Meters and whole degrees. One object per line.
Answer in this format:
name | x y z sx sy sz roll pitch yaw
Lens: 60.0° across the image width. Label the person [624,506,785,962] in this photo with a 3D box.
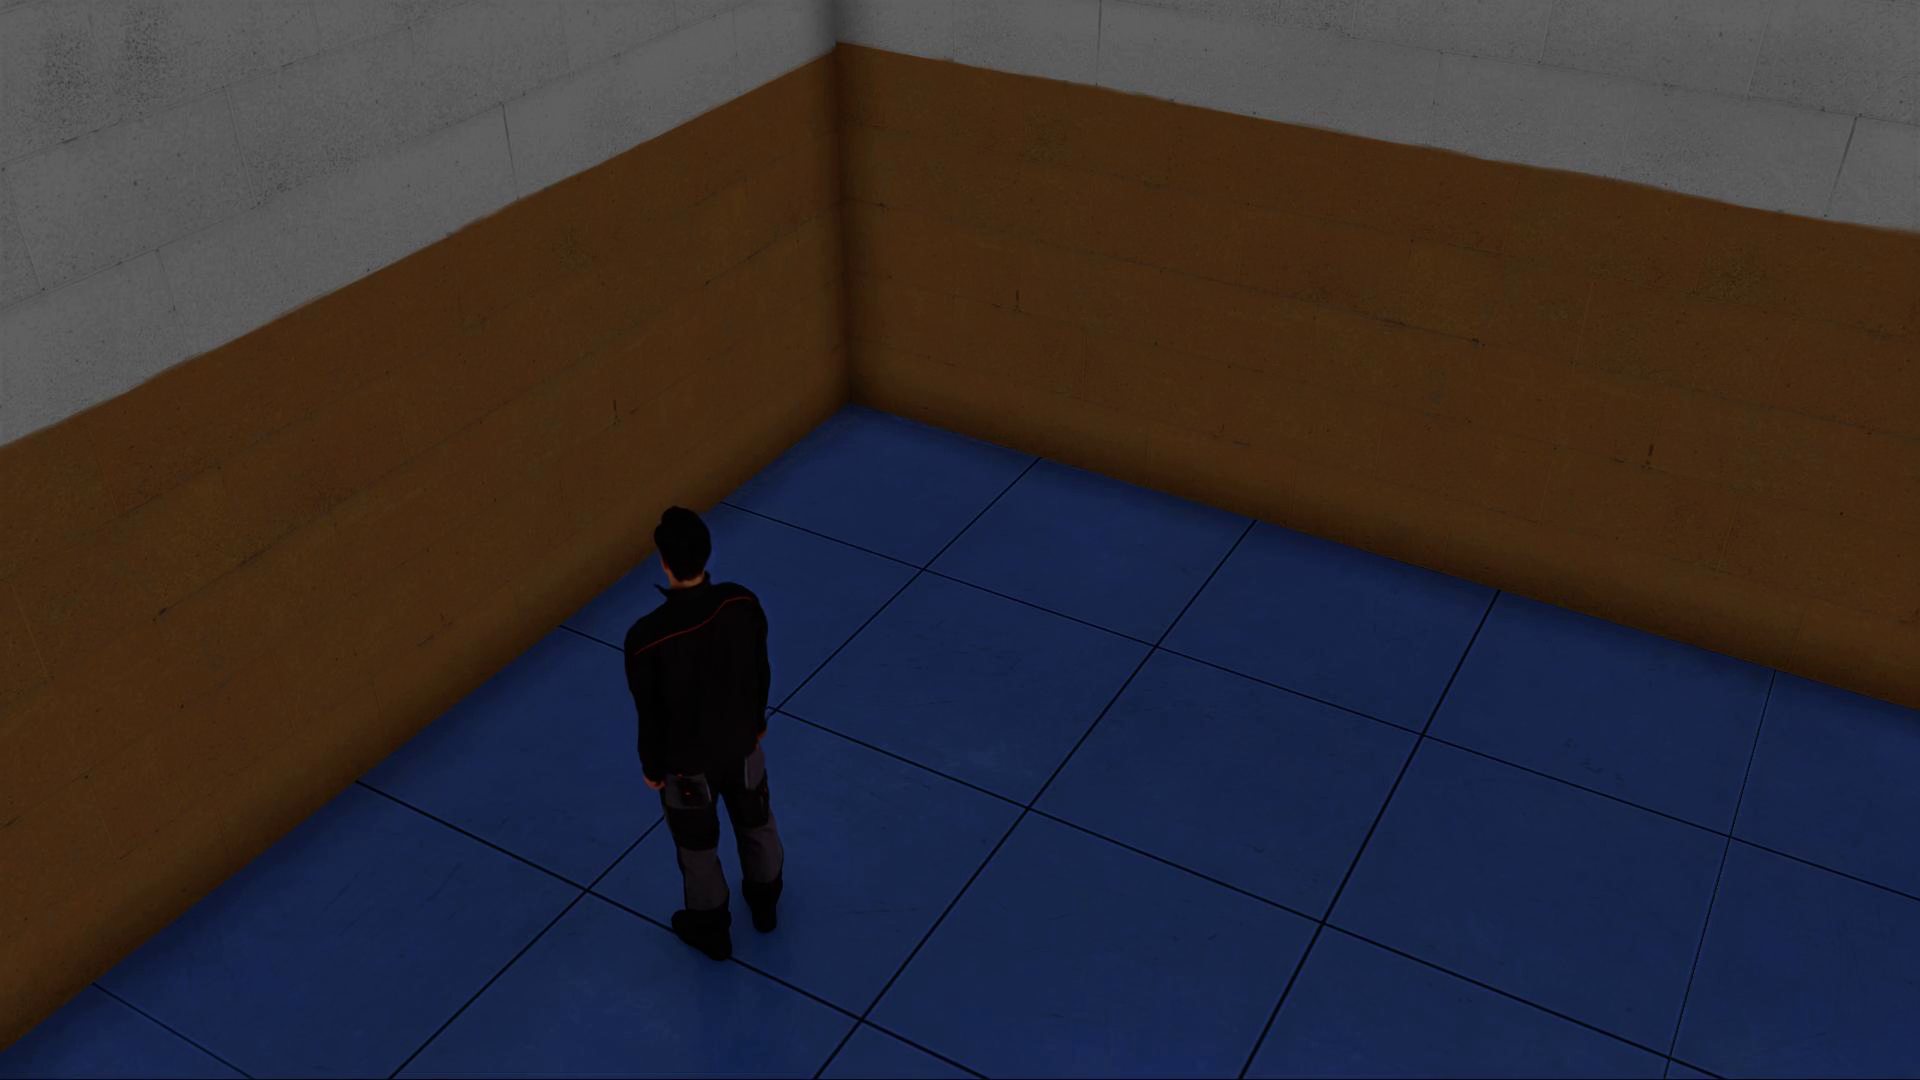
person | -0.924 0.731 6.101 0.691 1.945 0.841 -22 39 -29
